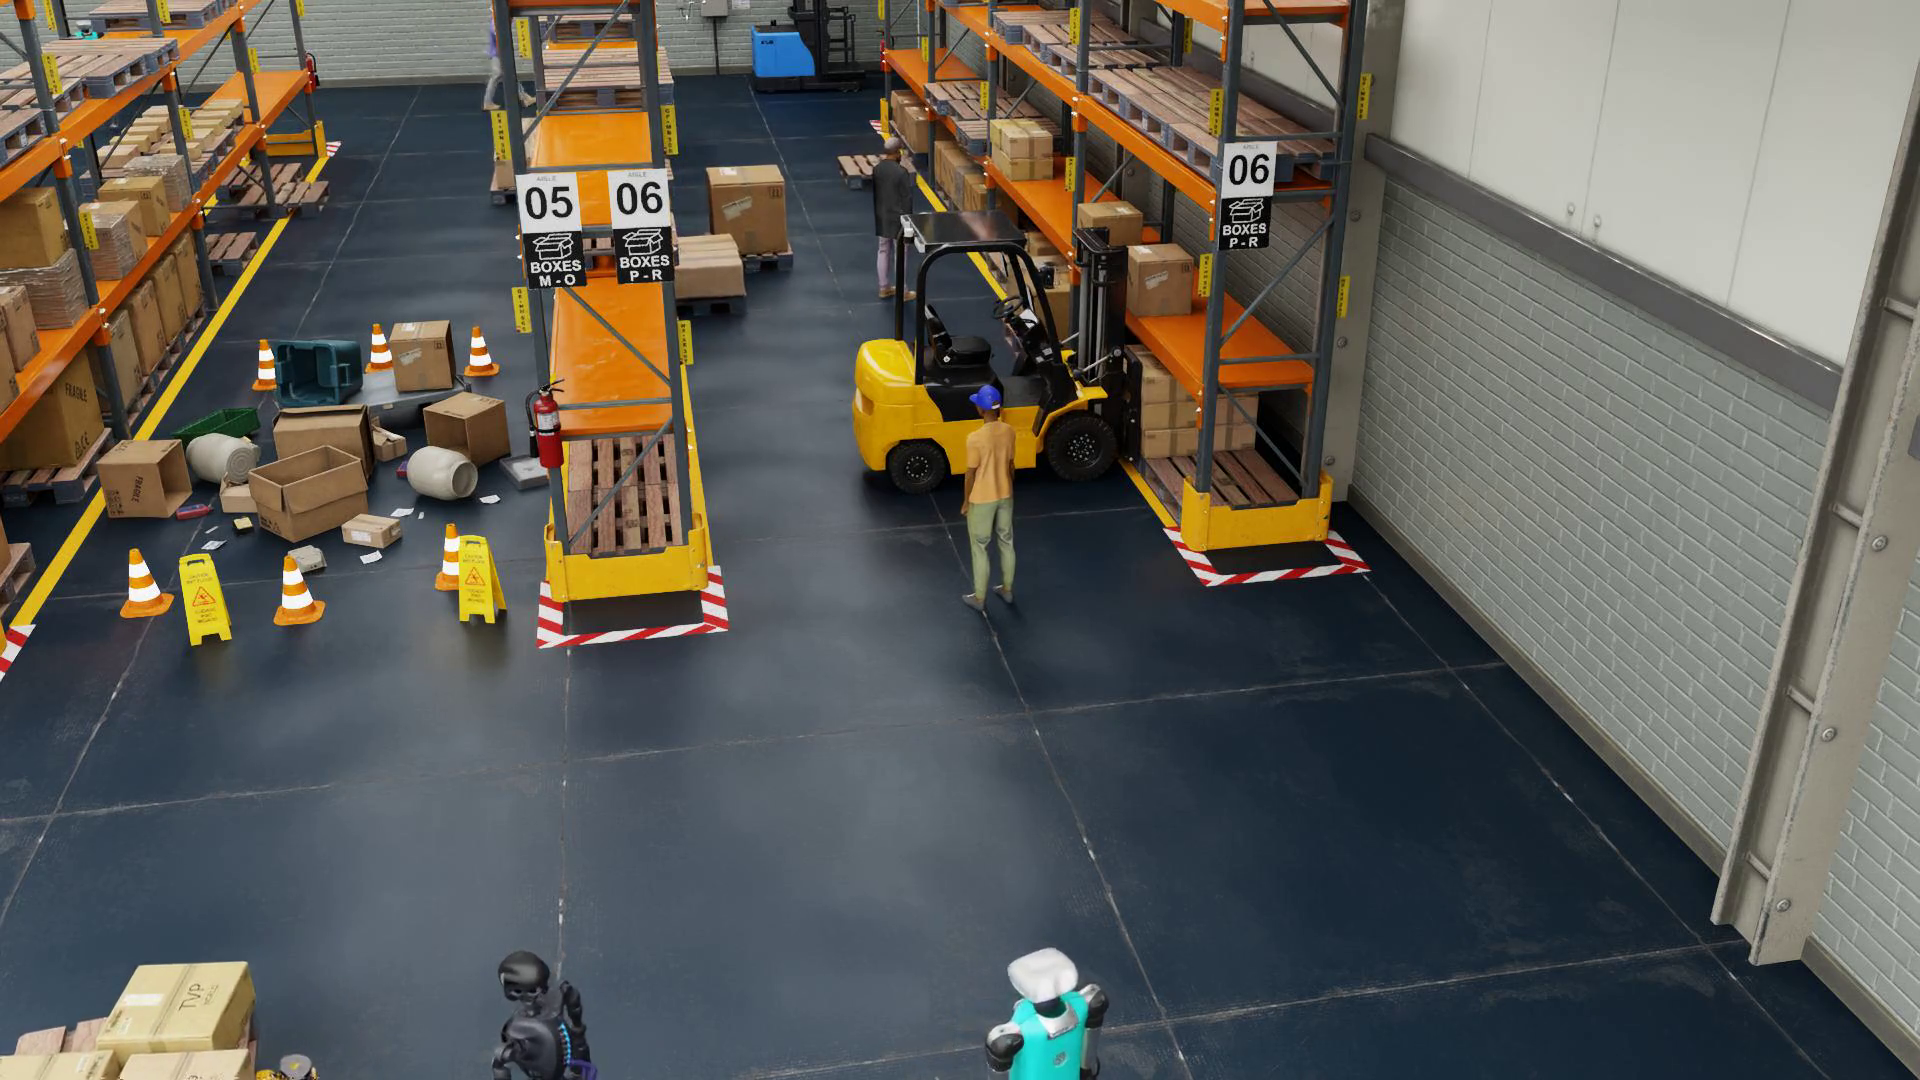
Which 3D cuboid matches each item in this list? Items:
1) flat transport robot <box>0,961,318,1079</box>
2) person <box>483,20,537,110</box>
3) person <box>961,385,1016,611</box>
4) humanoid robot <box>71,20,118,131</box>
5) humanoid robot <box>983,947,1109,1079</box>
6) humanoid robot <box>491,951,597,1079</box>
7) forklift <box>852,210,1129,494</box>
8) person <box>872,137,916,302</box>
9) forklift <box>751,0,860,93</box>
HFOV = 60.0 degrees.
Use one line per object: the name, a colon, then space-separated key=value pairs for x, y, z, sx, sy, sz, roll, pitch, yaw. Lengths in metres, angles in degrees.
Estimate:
flat transport robot: x=-3.649 y=2.731 z=7.441 sx=1.431 sy=0.231 sz=0.659 roll=-8 pitch=27 yaw=-16
person: x=-7.894 y=-8.355 z=28.825 sx=0.992 sy=1.741 sz=0.611 roll=-7 pitch=27 yaw=-15
person: x=0.199 y=-0.316 z=12.124 sx=0.433 sy=1.707 sz=0.384 roll=-18 pitch=31 yaw=-33
humanoid robot: x=-13.993 y=-7.495 z=27.082 sx=0.540 sy=1.814 sz=0.757 roll=-21 pitch=33 yaw=-37
humanoid robot: x=0.151 y=2.265 z=6.755 sx=0.531 sy=1.776 sz=1.000 roll=-16 pitch=30 yaw=-30
humanoid robot: x=-1.654 y=2.319 z=6.728 sx=0.788 sy=1.616 sz=0.589 roll=9 pitch=27 yaw=19
forklift: x=0.216 y=-1.659 z=14.366 sx=2.313 sy=2.155 sz=1.214 roll=-5 pitch=26 yaw=-10
person: x=-0.769 y=-3.628 z=18.867 sx=0.538 sy=1.852 sz=0.403 roll=19 pitch=32 yaw=35
forklift: x=-2.872 y=-9.679 z=30.288 sx=1.873 sy=2.768 sz=1.129 roll=-5 pitch=26 yaw=-10
